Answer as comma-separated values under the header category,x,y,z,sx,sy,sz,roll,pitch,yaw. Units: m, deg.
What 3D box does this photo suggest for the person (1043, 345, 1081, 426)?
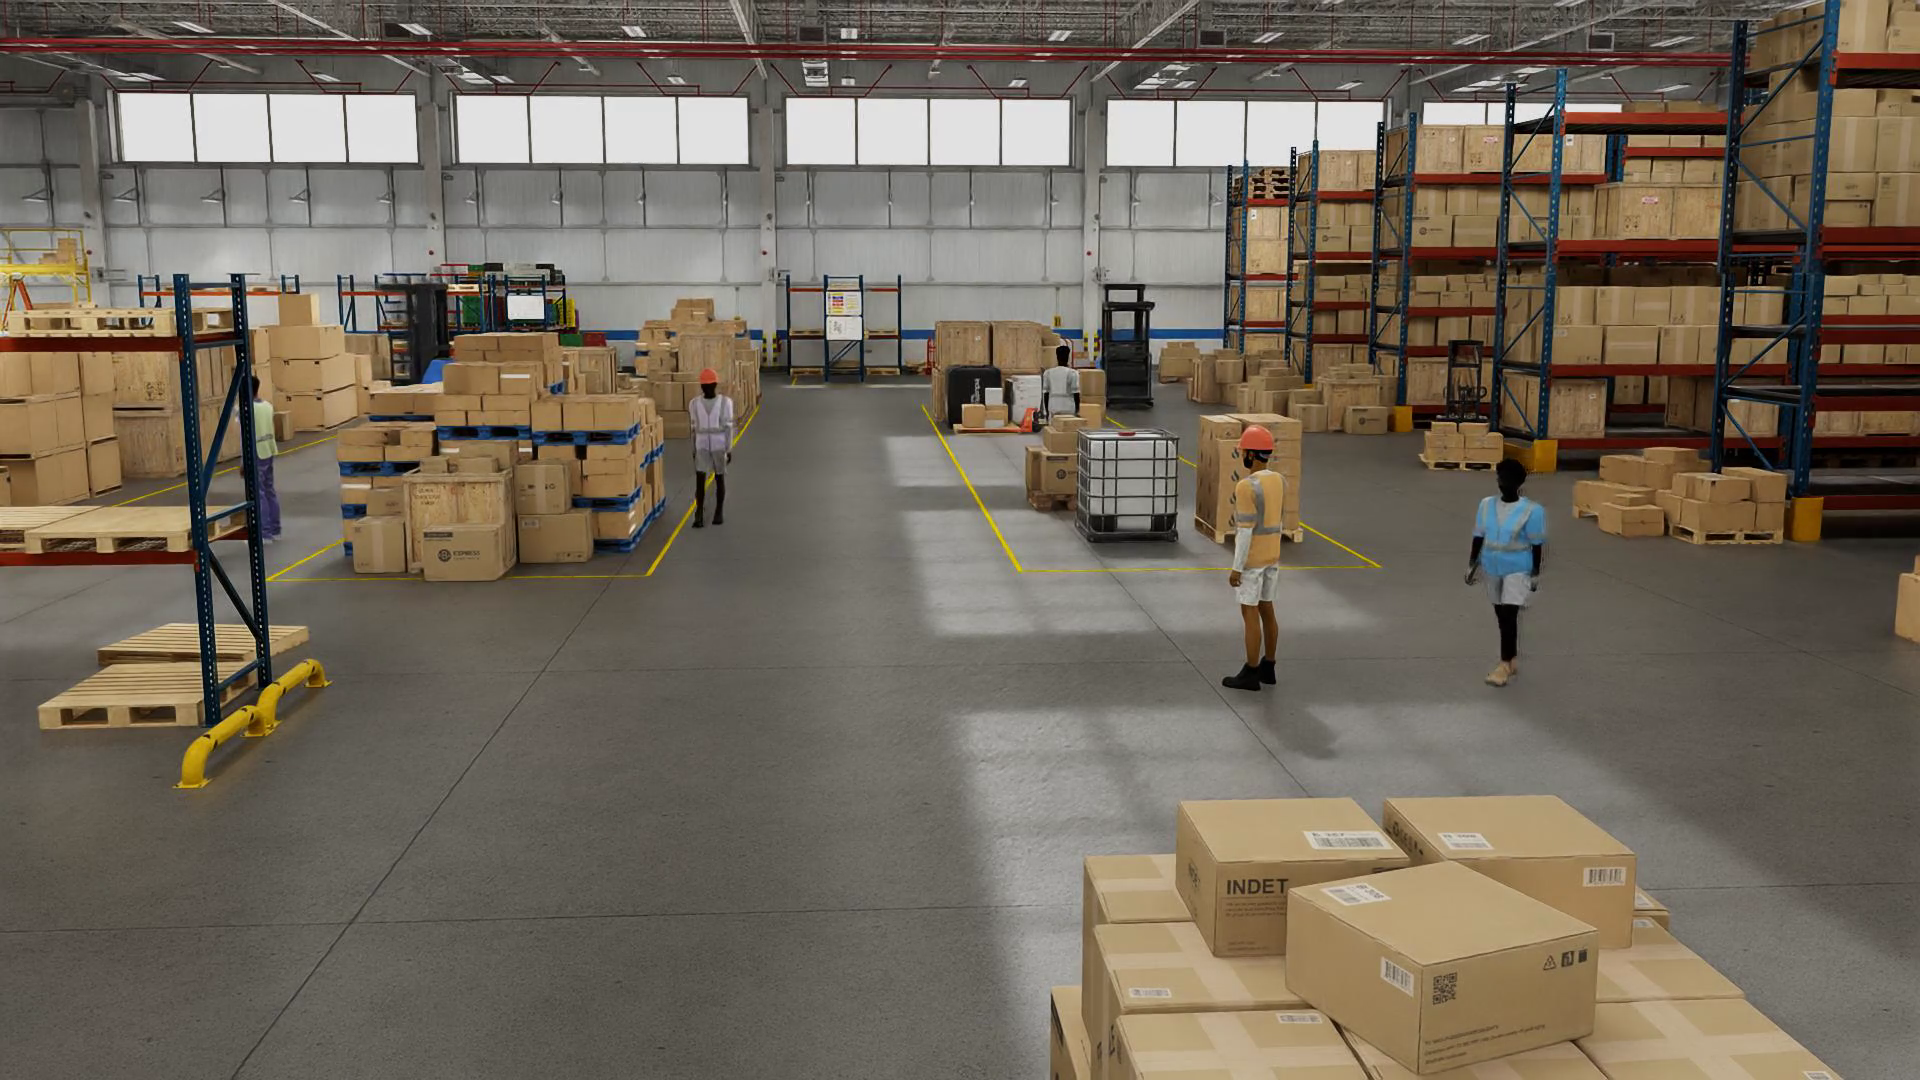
category,x,y,z,sx,sy,sz,roll,pitch,yaw
person,1.561,-1.988,25.370,0.606,1.966,0.367,4,10,24

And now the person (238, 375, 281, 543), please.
category,x,y,z,sx,sy,sz,roll,pitch,yaw
person,-7.924,-0.918,18.807,0.372,1.916,0.596,1,9,4

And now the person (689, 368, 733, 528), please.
category,x,y,z,sx,sy,sz,roll,pitch,yaw
person,-2.988,-1.091,19.904,0.542,1.905,0.896,0,9,1

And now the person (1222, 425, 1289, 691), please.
category,x,y,z,sx,sy,sz,roll,pitch,yaw
person,2.150,0.130,12.165,0.362,1.938,0.545,8,12,41

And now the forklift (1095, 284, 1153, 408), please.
category,x,y,z,sx,sy,sz,roll,pitch,yaw
forklift,3.744,-4.493,38.240,1.129,2.768,1.873,-1,9,-4

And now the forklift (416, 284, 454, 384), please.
category,x,y,z,sx,sy,sz,roll,pitch,yaw
forklift,-12.108,-4.521,38.419,1.873,2.768,1.129,2,9,11

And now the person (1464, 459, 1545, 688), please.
category,x,y,z,sx,sy,sz,roll,pitch,yaw
person,3.988,0.239,12.282,0.786,1.665,0.535,-7,12,-39

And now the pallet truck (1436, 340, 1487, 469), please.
category,x,y,z,sx,sy,sz,roll,pitch,yaw
pallet truck,8.004,-2.170,26.422,0.823,1.965,1.885,2,9,14
